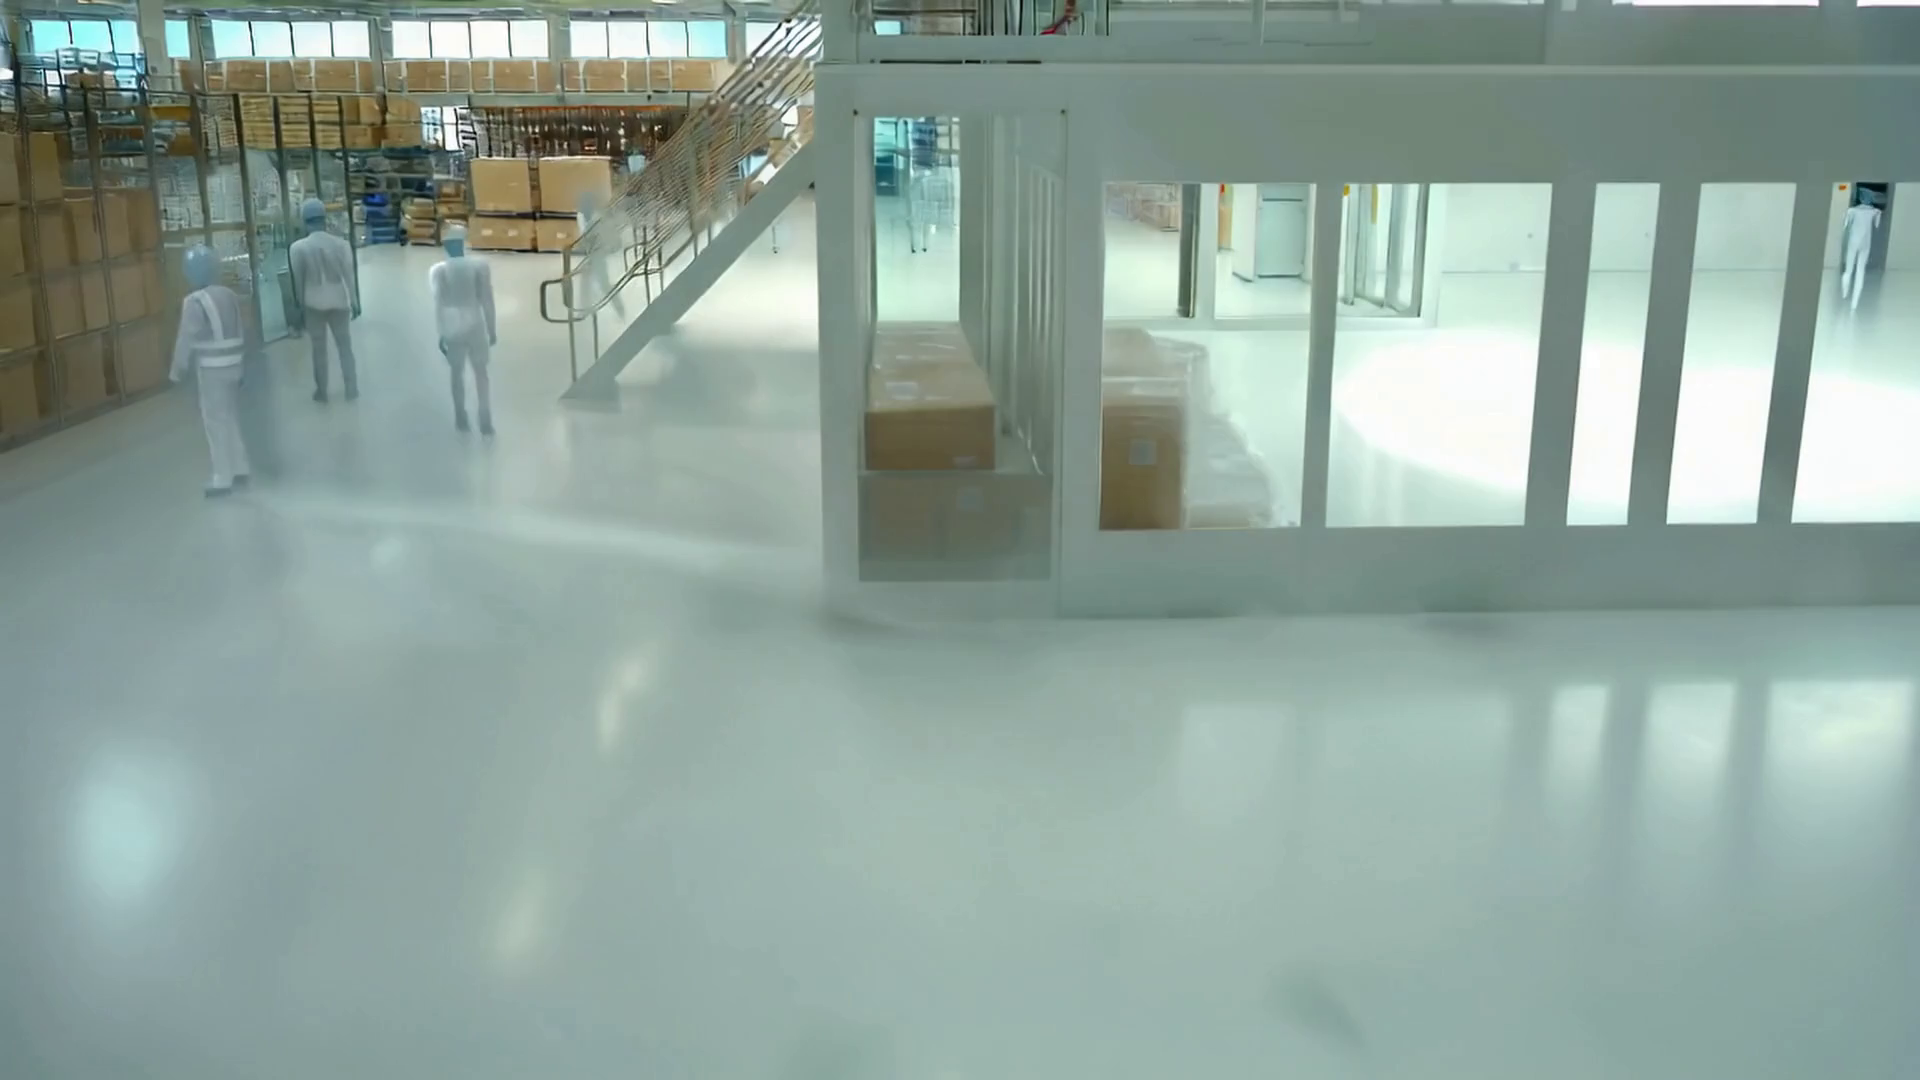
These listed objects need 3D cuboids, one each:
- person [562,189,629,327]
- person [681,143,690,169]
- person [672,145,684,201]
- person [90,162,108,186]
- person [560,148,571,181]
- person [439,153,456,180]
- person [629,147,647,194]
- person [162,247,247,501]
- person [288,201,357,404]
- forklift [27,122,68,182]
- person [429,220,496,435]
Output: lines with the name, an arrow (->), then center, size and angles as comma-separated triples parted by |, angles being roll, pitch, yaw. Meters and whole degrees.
person -> -5.037, -3.892, 22.948 | 0.595, 1.877, 0.979 | 12, 18, 40
person -> -13.871, -19.222, 84.287 | 0.586, 1.833, 0.403 | -5, 15, -20
person -> -9.841, -12.903, 58.664 | 0.763, 2.019, 0.610 | -5, 15, -19
person -> -19.683, -7.740, 38.273 | 0.911, 1.890, 0.546 | -4, 15, -17
person -> -17.344, -16.464, 73.487 | 0.925, 1.710, 0.549 | 1, 14, 4
person -> -16.701, -11.706, 54.270 | 0.622, 1.817, 0.430 | -1, 14, -2
person -> -12.013, -13.751, 62.291 | 0.785, 1.908, 0.600 | 2, 14, 8
person -> -5.530, -1.211, 12.234 | 0.516, 1.871, 0.579 | 1, 14, 6
person -> -6.317, -2.347, 16.519 | 0.613, 1.991, 0.392 | -10, 17, -34
forklift -> -35.376, -14.773, 64.377 | 1.129, 2.768, 1.873 | -1, 14, -2
person -> -4.423, -1.889, 14.862 | 0.555, 1.912, 0.823 | -5, 15, -19
